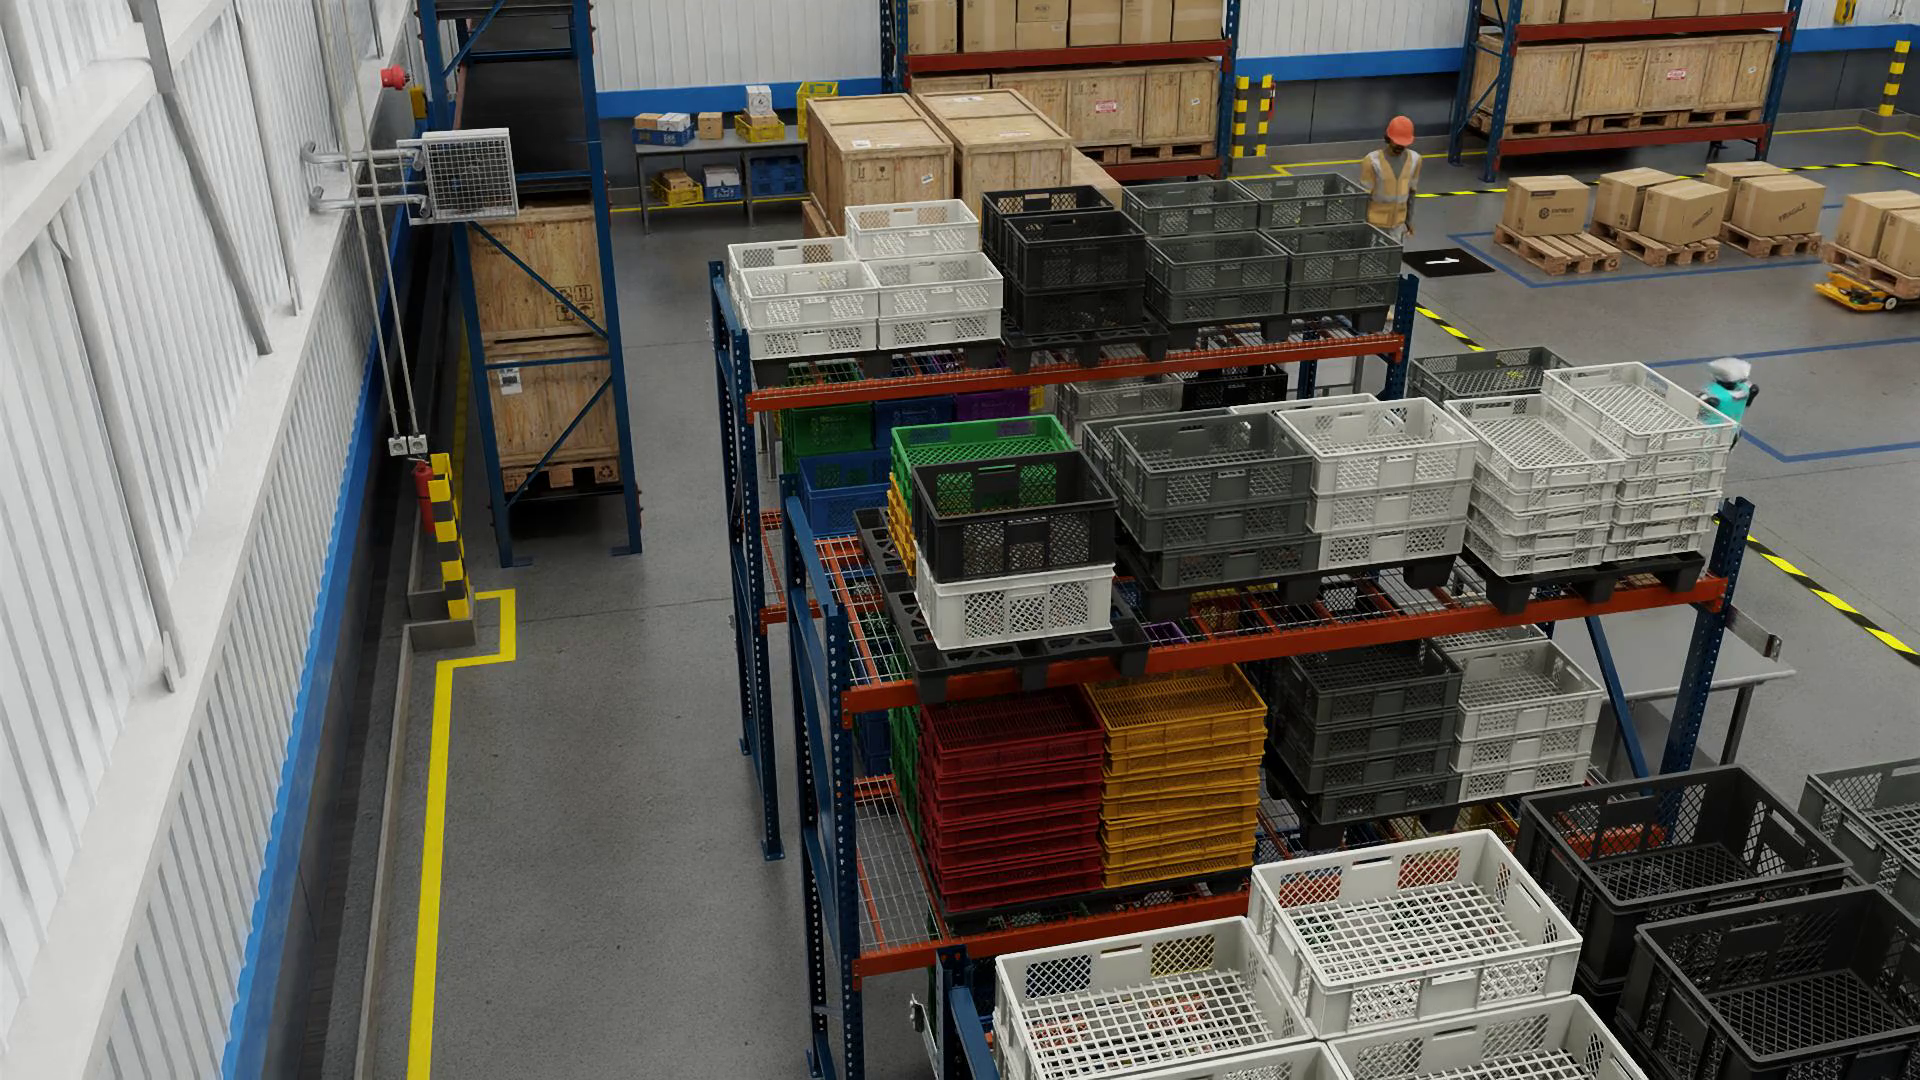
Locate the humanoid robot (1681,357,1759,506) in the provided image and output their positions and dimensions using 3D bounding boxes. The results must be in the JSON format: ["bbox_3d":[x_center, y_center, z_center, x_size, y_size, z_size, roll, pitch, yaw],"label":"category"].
[{"bbox_3d":[4.910,-0.504,11.500,0.537,1.769,1.047,-15,31,-27],"label":"humanoid robot"}]

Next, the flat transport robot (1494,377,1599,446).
[{"bbox_3d":[4.780,-1.036,14.013,0.659,0.231,1.431,-6,28,-12],"label":"flat transport robot"}]

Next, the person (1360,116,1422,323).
[{"bbox_3d":[4.103,-3.062,15.968,0.607,2.031,0.403,-6,28,-12],"label":"person"}]

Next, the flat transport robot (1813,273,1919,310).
[{"bbox_3d":[9.530,-2.583,16.918,1.431,0.197,0.652,-6,28,-12],"label":"flat transport robot"}]
